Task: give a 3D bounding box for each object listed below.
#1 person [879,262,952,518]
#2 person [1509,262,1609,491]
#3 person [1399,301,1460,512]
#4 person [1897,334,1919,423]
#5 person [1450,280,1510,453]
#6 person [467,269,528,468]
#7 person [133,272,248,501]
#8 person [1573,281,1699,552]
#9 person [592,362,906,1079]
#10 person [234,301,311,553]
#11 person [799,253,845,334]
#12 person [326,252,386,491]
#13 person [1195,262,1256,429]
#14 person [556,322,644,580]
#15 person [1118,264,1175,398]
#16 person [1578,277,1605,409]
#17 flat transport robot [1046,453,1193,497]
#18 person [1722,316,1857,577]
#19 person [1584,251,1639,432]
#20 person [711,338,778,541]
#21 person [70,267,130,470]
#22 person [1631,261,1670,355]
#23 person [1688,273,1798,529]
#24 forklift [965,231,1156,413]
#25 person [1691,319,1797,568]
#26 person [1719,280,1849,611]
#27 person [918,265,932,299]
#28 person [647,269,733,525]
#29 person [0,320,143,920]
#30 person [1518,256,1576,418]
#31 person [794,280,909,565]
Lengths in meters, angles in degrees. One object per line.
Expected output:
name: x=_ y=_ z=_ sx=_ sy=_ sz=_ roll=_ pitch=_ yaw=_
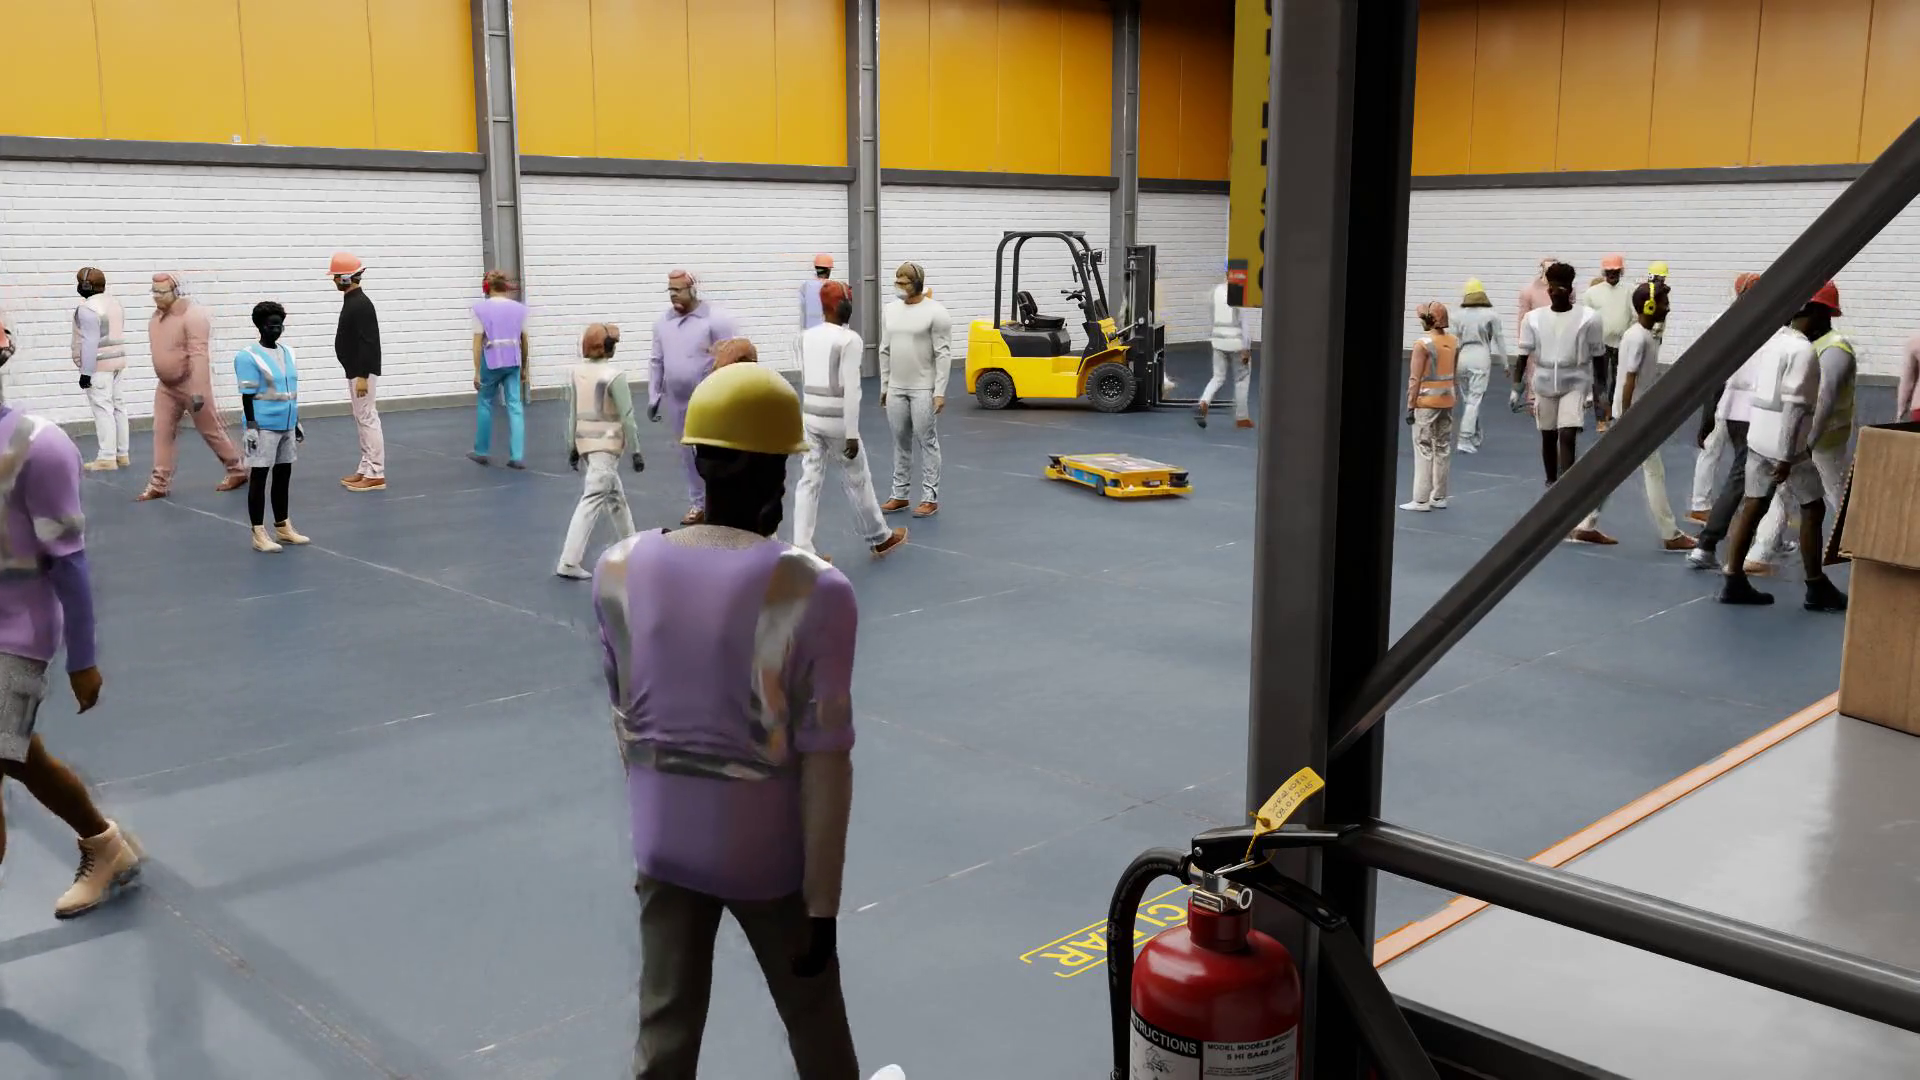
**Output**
person: x=-0.355 y=-1.138 z=12.643 sx=0.627 sy=1.934 sz=0.370 roll=7 pitch=13 yaw=34
person: x=4.591 y=-1.158 z=12.790 sx=0.663 sy=1.916 sz=0.955 roll=7 pitch=12 yaw=33
person: x=3.641 y=-1.029 z=12.874 sx=0.518 sy=1.631 sz=0.336 roll=-7 pitch=13 yaw=-35
person: x=7.295 y=-0.997 z=12.428 sx=0.889 sy=1.729 sz=0.530 roll=-9 pitch=14 yaw=-40
person: x=5.144 y=-1.728 z=16.537 sx=0.552 sy=1.687 sz=0.922 roll=8 pitch=13 yaw=37
person: x=-4.303 y=-1.587 z=15.393 sx=0.601 sy=1.808 sz=0.875 roll=-9 pitch=14 yaw=-41
person: x=-6.322 y=-1.263 z=13.641 sx=0.651 sy=1.863 sz=0.969 roll=4 pitch=11 yaw=23
person: x=4.655 y=-0.831 z=11.282 sx=0.888 sy=1.824 sz=0.548 roll=4 pitch=11 yaw=19
person: x=-0.427 y=0.580 z=3.423 sx=0.592 sy=1.883 sz=0.958 roll=3 pitch=11 yaw=18
person: x=-4.666 y=-0.771 z=11.289 sx=0.322 sy=1.694 sz=0.536 roll=3 pitch=11 yaw=18
person: x=-1.641 y=-2.565 z=20.478 sx=0.565 sy=1.909 sz=0.728 roll=5 pitch=12 yaw=25
person: x=-5.057 y=-1.408 z=13.956 sx=0.392 sy=1.991 sz=0.613 roll=-5 pitch=11 yaw=-24
person: x=2.922 y=-2.145 z=18.170 sx=0.761 sy=1.926 sz=0.615 roll=-10 pitch=14 yaw=-43
person: x=-2.237 y=-0.562 z=10.426 sx=0.533 sy=1.592 sz=0.855 roll=10 pitch=14 yaw=43
person: x=2.345 y=-2.701 z=21.507 sx=0.876 sy=1.810 sz=0.628 roll=3 pitch=11 yaw=13
person: x=7.821 y=-2.420 z=20.470 sx=0.530 sy=1.620 sz=0.365 roll=6 pitch=12 yaw=29
flat transport robot: x=1.323 y=-0.563 z=14.042 sx=0.652 sy=0.197 sz=1.431 roll=-4 pitch=11 yaw=-22
person: x=5.341 y=-0.622 z=10.256 sx=0.974 sy=1.793 sz=0.630 roll=1 pitch=10 yaw=4
person: x=7.157 y=-2.191 z=18.312 sx=0.604 sy=1.966 sz=0.833 roll=3 pitch=11 yaw=15
person: x=-1.238 y=-0.282 z=8.881 sx=0.810 sy=1.602 sz=0.500 roll=-7 pitch=12 yaw=-33
person: x=-7.867 y=-1.560 z=15.196 sx=0.429 sy=1.845 sz=0.621 roll=0 pitch=10 yaw=-1
person: x=8.795 y=-2.643 z=21.218 sx=0.610 sy=1.806 sz=0.437 roll=-6 pitch=12 yaw=-29
person: x=5.690 y=-0.978 z=11.972 sx=0.587 sy=1.850 sz=0.851 roll=-6 pitch=12 yaw=-31
forklift: x=1.222 y=-2.721 z=20.561 sx=2.313 sy=2.155 sz=1.214 roll=2 pitch=11 yaw=13
person: x=5.122 y=-0.743 z=10.758 sx=1.061 sy=1.870 sz=0.622 roll=-5 pitch=12 yaw=-26
person: x=4.806 y=-0.538 z=9.484 sx=0.828 sy=1.889 sz=0.547 roll=0 pitch=10 yaw=2
person: x=-0.653 y=-3.224 z=24.683 sx=0.532 sy=1.694 sz=0.320 roll=4 pitch=11 yaw=19
person: x=-1.975 y=-1.024 z=12.166 sx=0.659 sy=1.885 sz=0.551 roll=5 pitch=12 yaw=28
person: x=-2.818 y=0.262 z=4.858 sx=0.624 sy=1.997 sz=1.020 roll=4 pitch=11 yaw=22
person: x=6.878 y=-2.368 z=19.470 sx=0.676 sy=1.890 sz=0.427 roll=1 pitch=10 yaw=7
person: x=-0.749 y=-0.741 z=10.731 sx=0.610 sy=1.835 sz=0.954 roll=9 pitch=14 yaw=41
